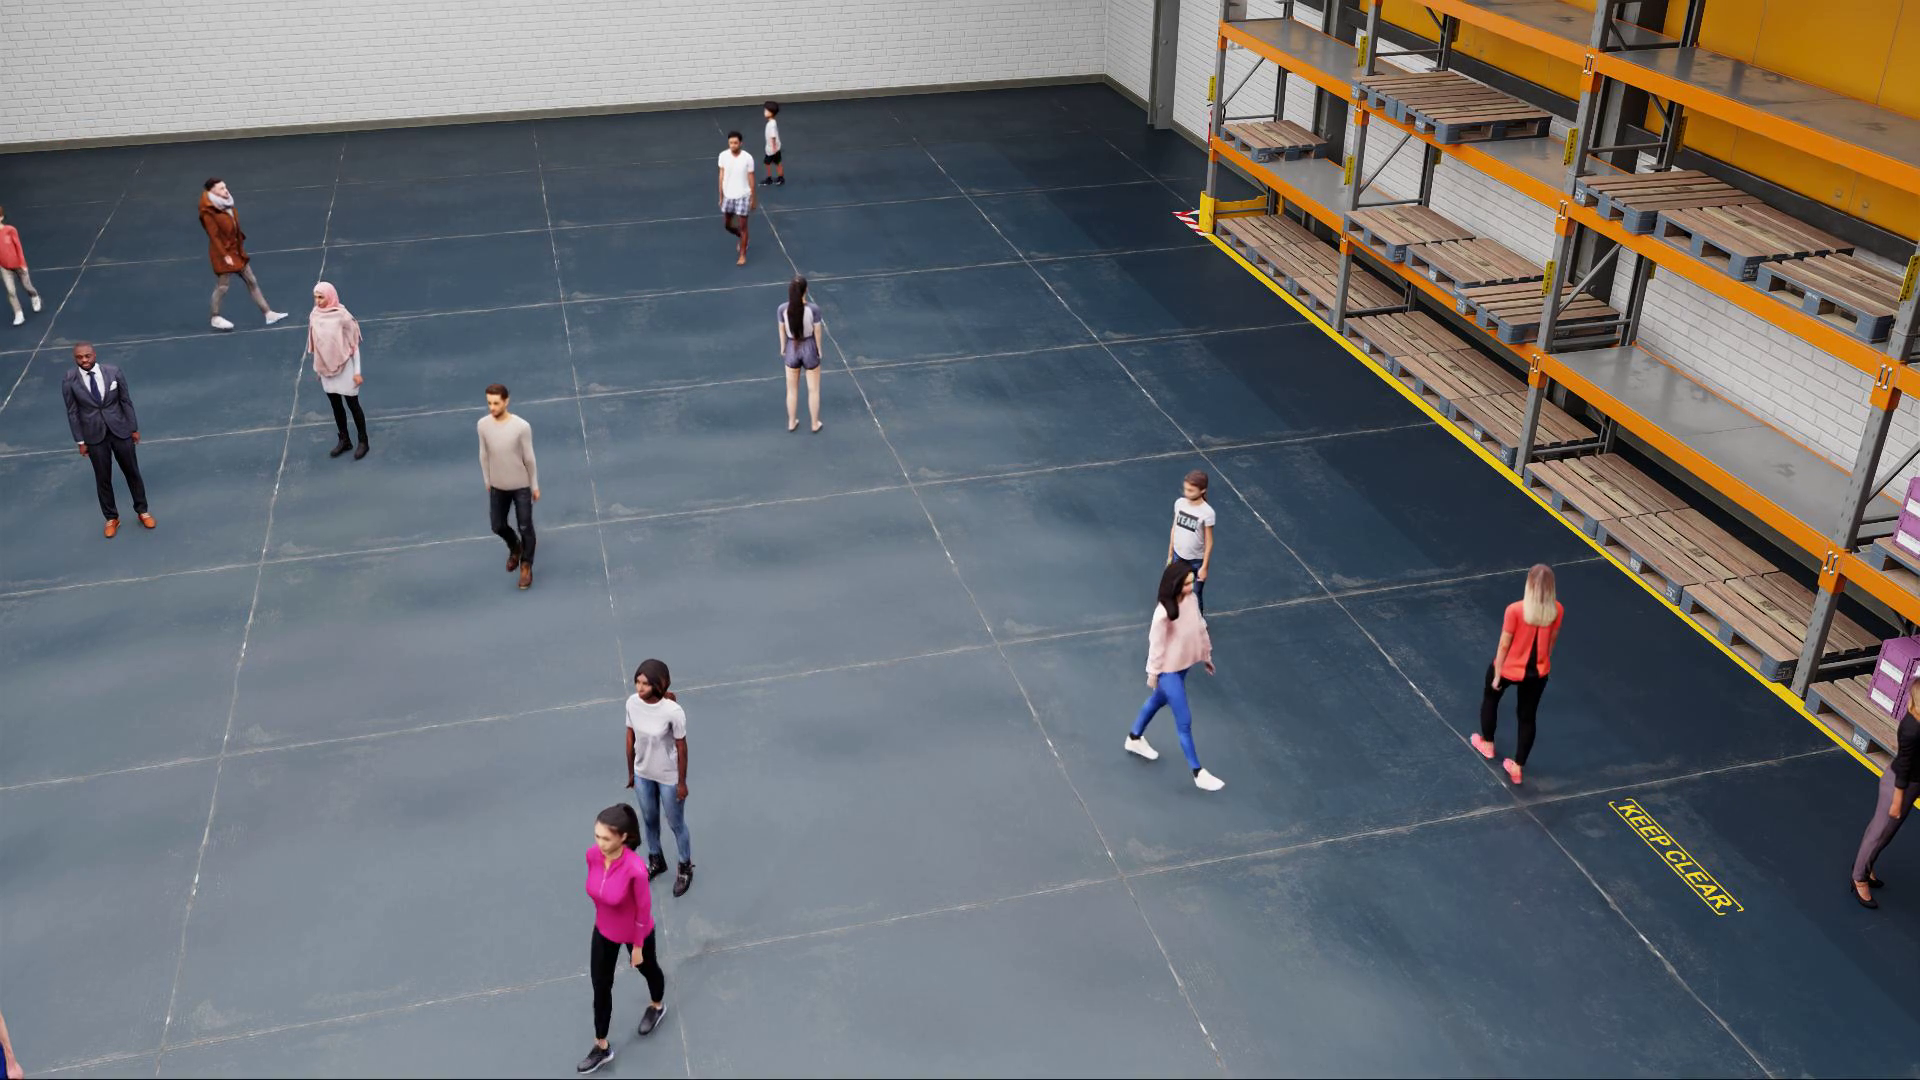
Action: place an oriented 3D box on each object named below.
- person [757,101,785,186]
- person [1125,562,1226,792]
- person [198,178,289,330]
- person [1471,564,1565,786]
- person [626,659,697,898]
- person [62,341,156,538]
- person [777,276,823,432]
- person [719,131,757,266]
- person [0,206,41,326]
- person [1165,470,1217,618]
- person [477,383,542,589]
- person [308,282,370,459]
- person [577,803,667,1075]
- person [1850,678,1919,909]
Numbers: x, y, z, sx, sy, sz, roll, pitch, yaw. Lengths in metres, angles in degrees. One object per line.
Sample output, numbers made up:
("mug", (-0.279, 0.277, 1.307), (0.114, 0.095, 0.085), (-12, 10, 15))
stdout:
("person", (-2.706, -5.869, 24.639), (0.617, 1.247, 0.604), (-1, 29, -2))
("person", (1.433, 0.897, 11.748), (1.214, 1.714, 1.056), (22, 35, 34))
("person", (-8.600, -3.283, 19.336), (1.063, 1.786, 1.179), (4, 29, 8))
("person", (3.964, 0.979, 11.640), (0.680, 1.674, 0.817), (-3, 29, -5))
("person", (-1.919, 1.505, 10.630), (0.670, 1.719, 0.706), (11, 31, 20))
("person", (-7.699, -0.944, 15.009), (0.763, 1.824, 0.702), (-16, 33, -27))
("person", (-1.609, -1.891, 16.930), (0.653, 1.647, 0.625), (3, 29, 5))
("person", (-2.866, -4.483, 21.601), (0.824, 1.723, 0.900), (5, 29, 10))
("person", (-11.253, -3.301, 19.776), (0.527, 1.397, 0.830), (-6, 29, -10))
("person", (1.846, 0.122, 13.327), (0.608, 1.563, 0.693), (24, 37, 37))
("person", (-3.796, -0.506, 14.172), (0.756, 1.857, 0.812), (1, 29, 1))
("person", (-6.114, -1.674, 16.368), (0.730, 1.803, 0.741), (6, 29, 11))
("person", (-1.852, 2.163, 9.464), (0.926, 1.679, 1.019), (13, 31, 22))
("person", (5.949, 1.576, 10.548), (0.717, 1.671, 0.680), (20, 34, 32))
